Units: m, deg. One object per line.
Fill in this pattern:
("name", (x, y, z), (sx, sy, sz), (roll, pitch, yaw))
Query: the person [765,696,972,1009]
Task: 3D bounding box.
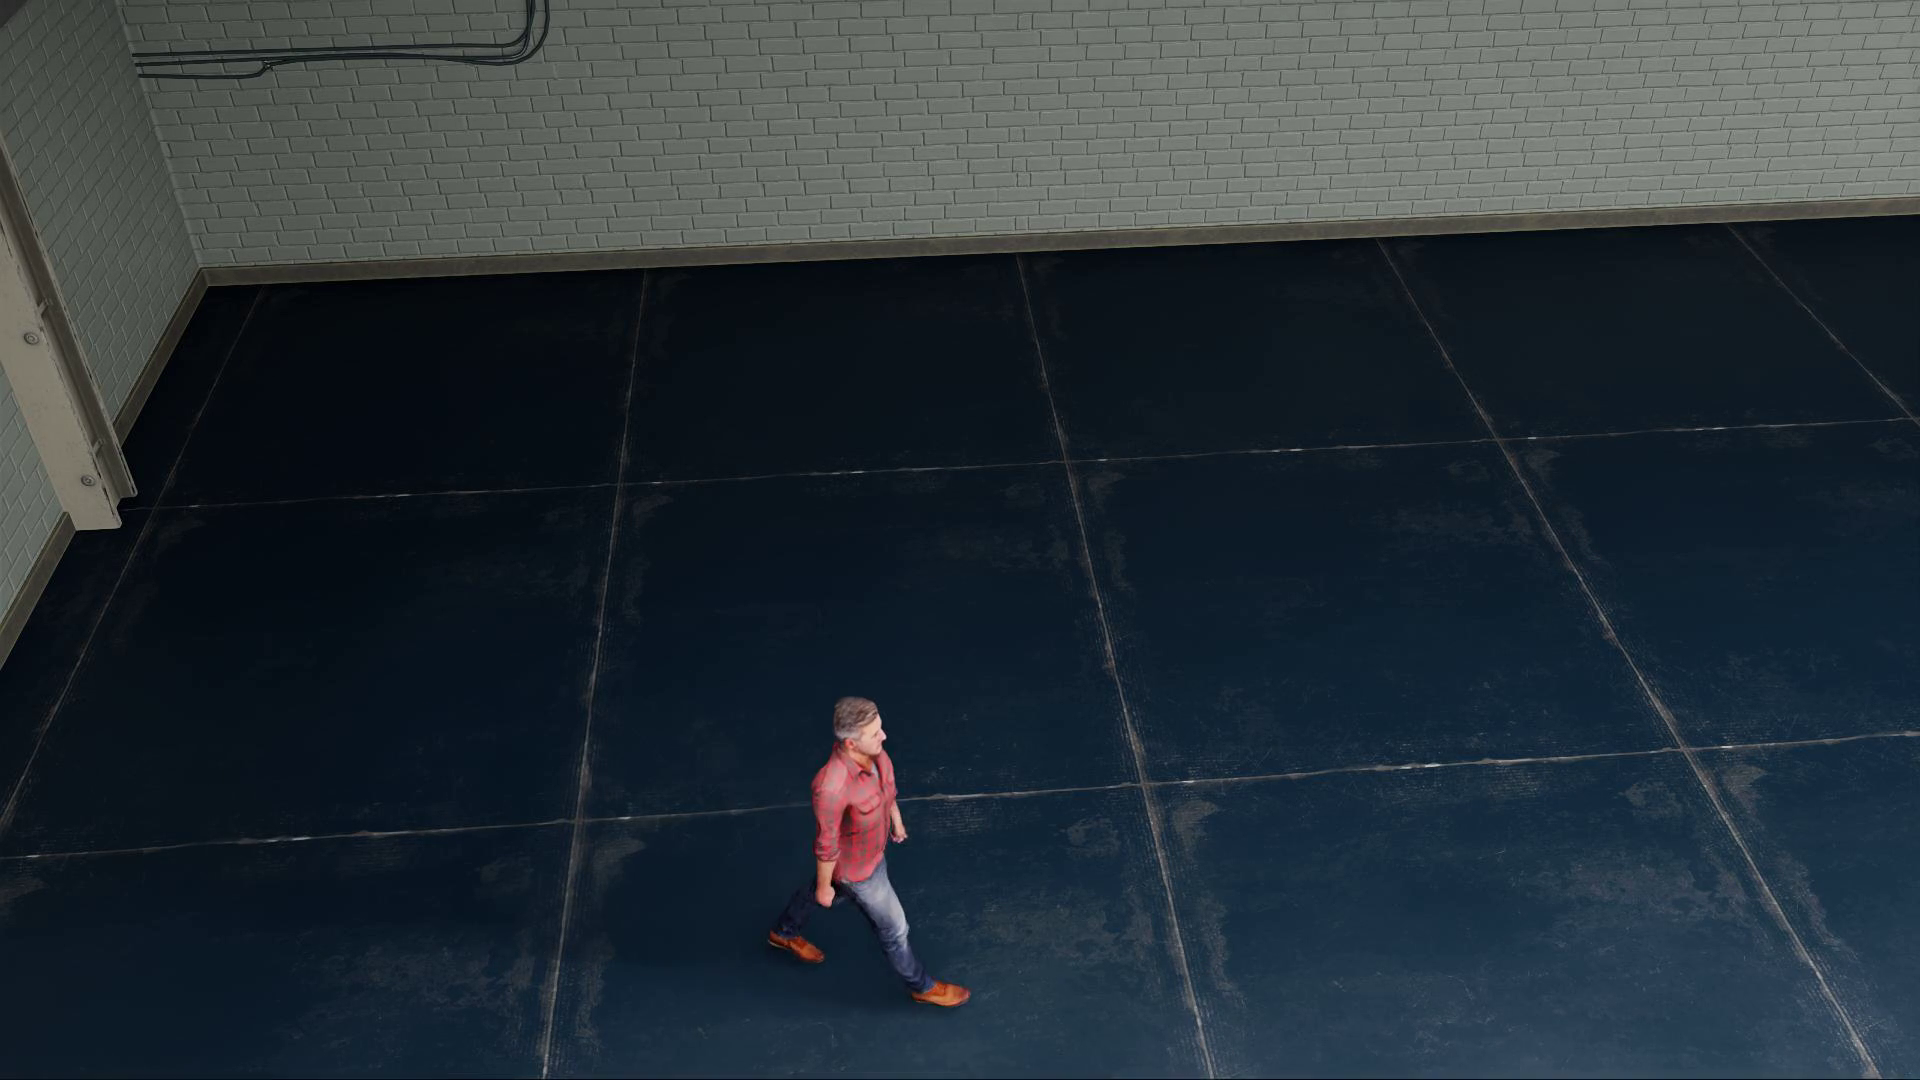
("person", (-0.556, 1.376, 7.377), (1.071, 1.781, 1.299), (9, 39, 12))
